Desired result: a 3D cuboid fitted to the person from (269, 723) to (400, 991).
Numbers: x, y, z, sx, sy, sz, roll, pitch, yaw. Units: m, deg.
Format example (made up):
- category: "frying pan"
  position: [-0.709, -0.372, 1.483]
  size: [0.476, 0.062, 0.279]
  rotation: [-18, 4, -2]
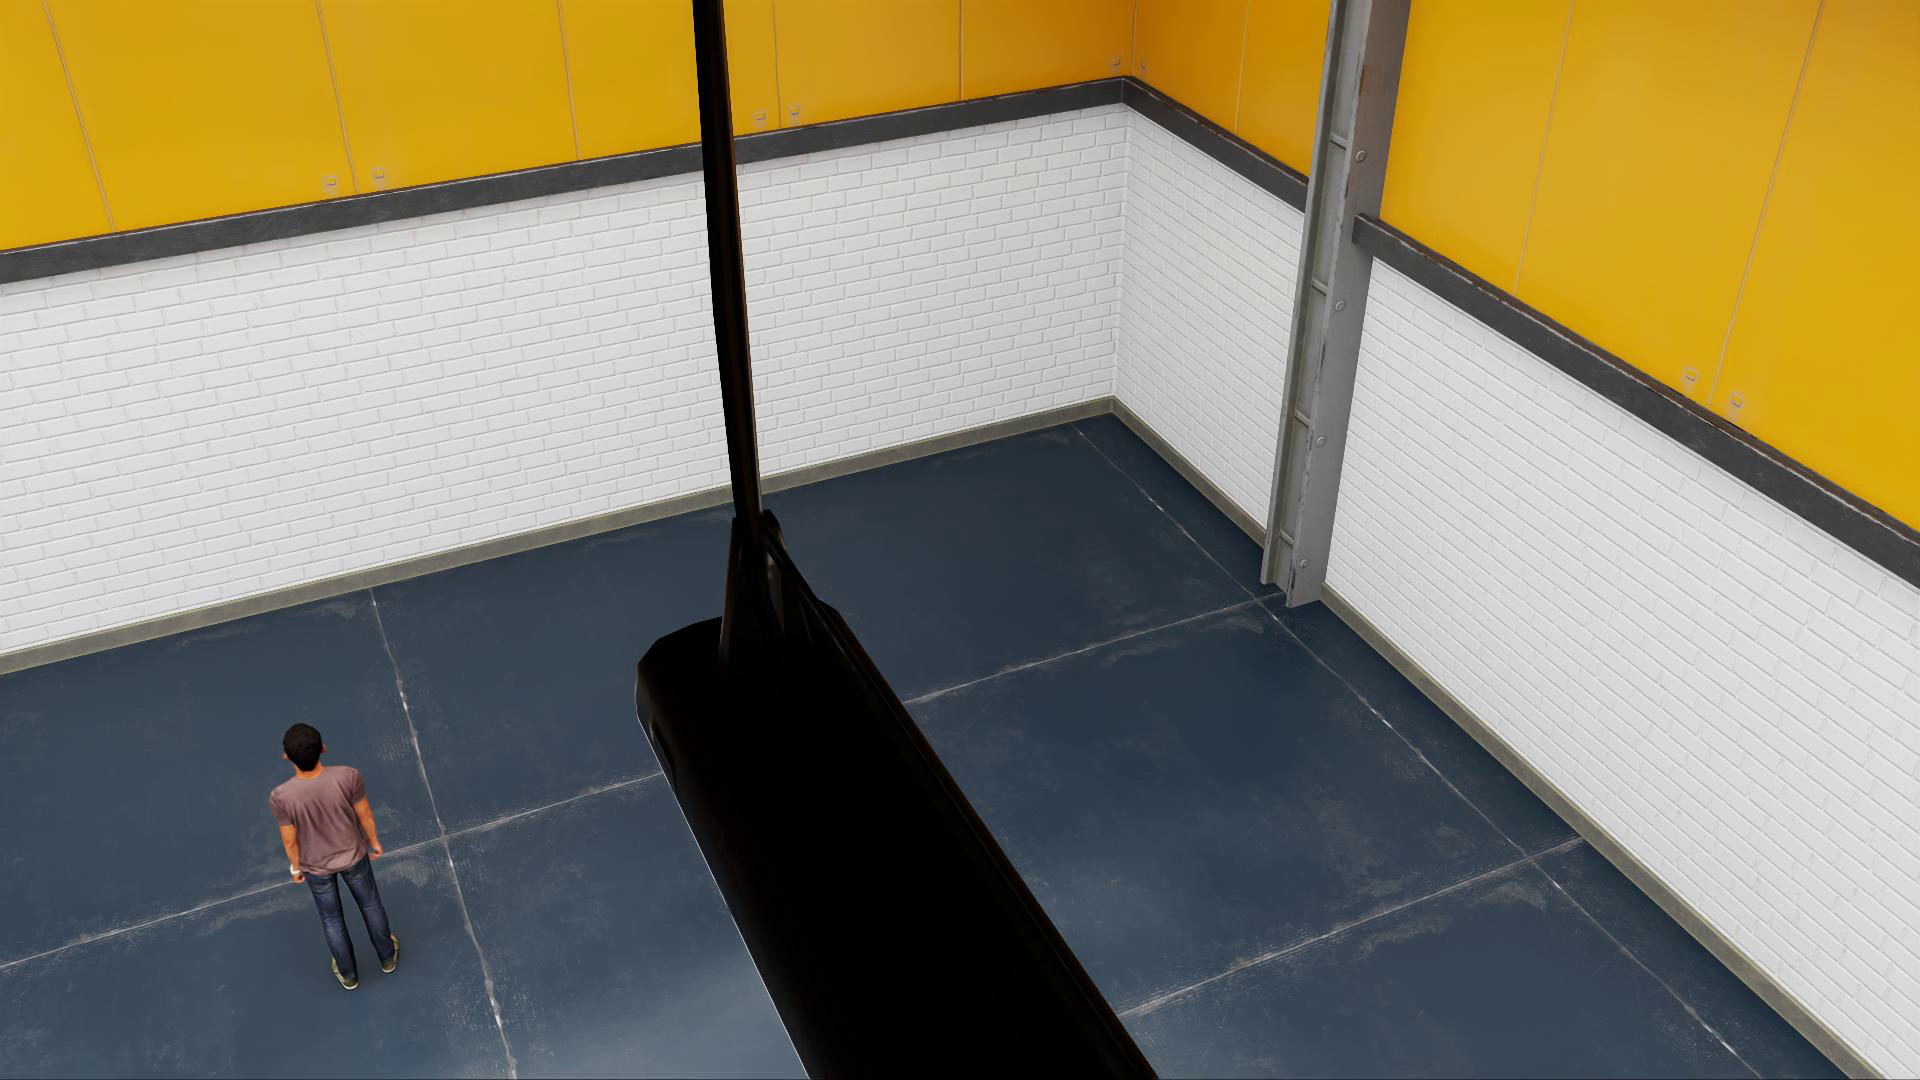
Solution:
- category: "person"
  position: [-3.368, 1.705, 8.961]
  size: [0.640, 1.779, 0.554]
  rotation: [-17, 37, -24]
